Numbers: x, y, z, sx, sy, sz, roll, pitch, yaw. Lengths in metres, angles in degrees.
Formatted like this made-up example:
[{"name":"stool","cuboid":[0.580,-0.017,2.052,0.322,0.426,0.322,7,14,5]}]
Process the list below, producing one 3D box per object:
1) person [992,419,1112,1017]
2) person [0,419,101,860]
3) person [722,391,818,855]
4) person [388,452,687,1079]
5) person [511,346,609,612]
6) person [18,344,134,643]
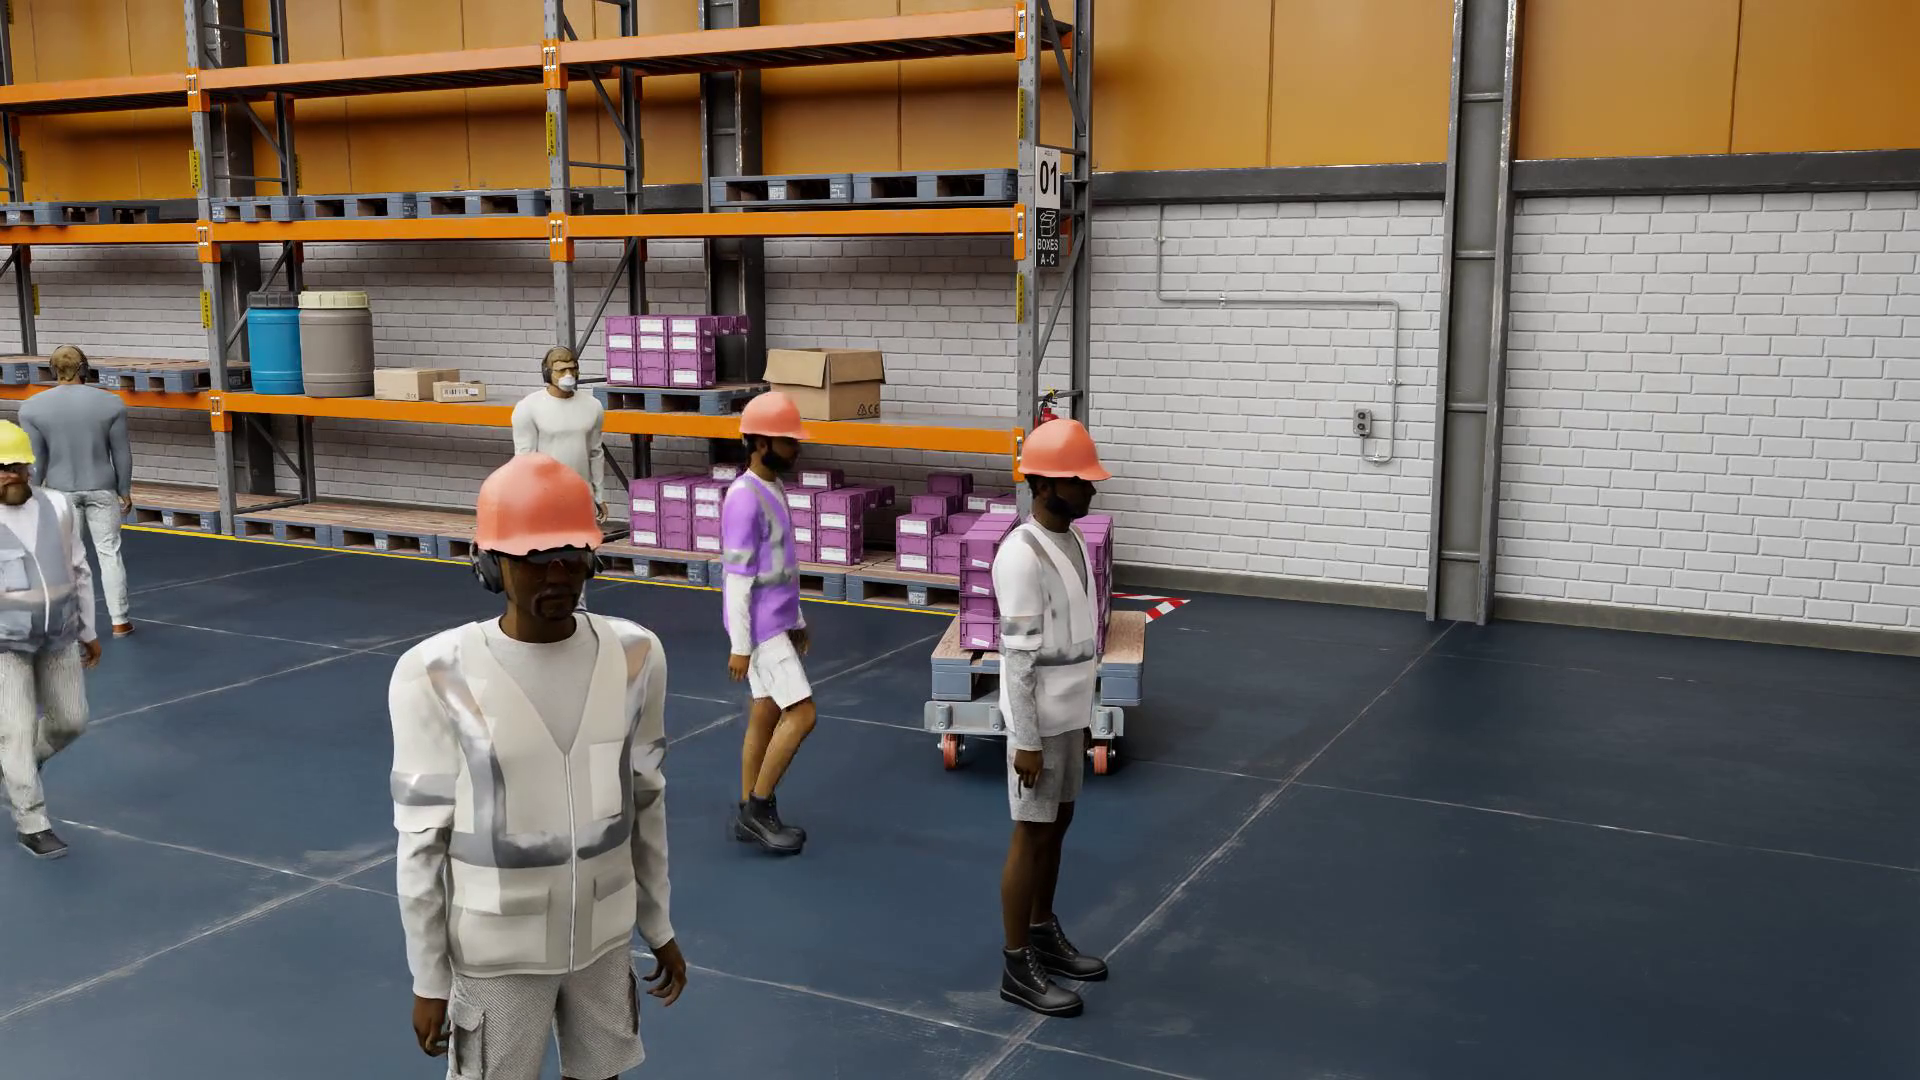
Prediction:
[{"name":"person","cuboid":[0.317,0.568,5.460,0.357,1.936,0.551,4,10,22]},{"name":"person","cuboid":[-3.929,0.394,6.914,0.598,1.814,0.607,6,11,32]},{"name":"person","cuboid":[-0.758,0.349,6.873,0.470,1.923,0.552,0,9,1]},{"name":"person","cuboid":[-0.859,0.833,3.497,0.605,2.045,0.379,-7,12,-37]},{"name":"person","cuboid":[-2.510,-0.255,10.533,0.629,1.940,0.377,-8,12,-42]},{"name":"person","cuboid":[-5.711,-0.297,10.804,0.627,1.936,0.376,-5,10,-27]}]
